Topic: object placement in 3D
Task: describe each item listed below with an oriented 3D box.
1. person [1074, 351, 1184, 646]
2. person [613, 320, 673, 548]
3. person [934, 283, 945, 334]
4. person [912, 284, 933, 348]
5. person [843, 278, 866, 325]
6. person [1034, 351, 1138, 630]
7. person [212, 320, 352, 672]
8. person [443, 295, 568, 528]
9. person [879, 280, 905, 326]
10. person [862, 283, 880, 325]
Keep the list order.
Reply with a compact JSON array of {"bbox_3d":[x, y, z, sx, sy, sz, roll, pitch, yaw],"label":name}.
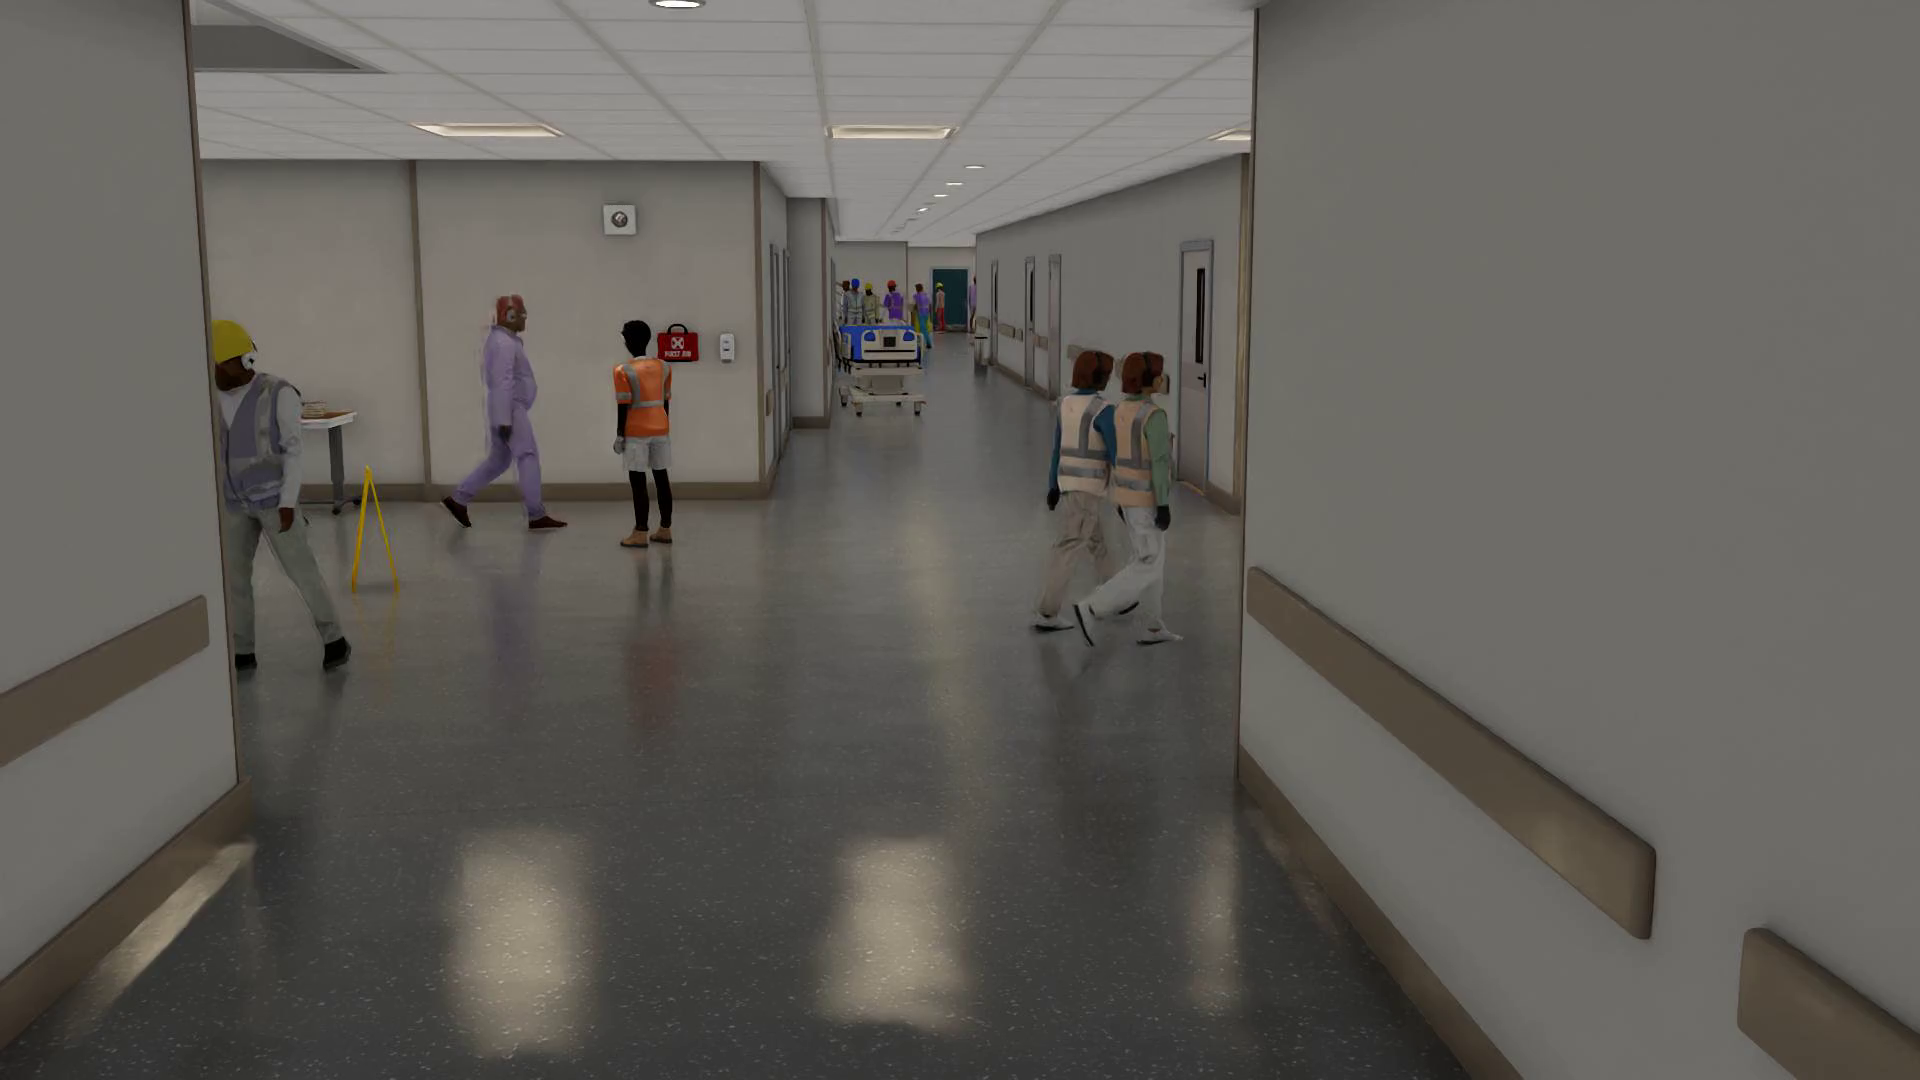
[{"bbox_3d":[0.930,-0.203,8.943,0.640,1.621,0.526,-3,9,-15],"label":"person"},{"bbox_3d":[-2.358,-0.786,12.386,0.322,1.692,0.533,7,12,38],"label":"person"},{"bbox_3d":[-0.707,-8.029,57.629,0.313,1.769,0.523,5,10,29],"label":"person"},{"bbox_3d":[-1.023,-6.204,46.111,0.561,1.792,0.943,-8,12,-41],"label":"person"},{"bbox_3d":[-2.714,-5.768,42.894,0.605,1.937,0.415,-4,10,-21],"label":"person"},{"bbox_3d":[0.768,-0.288,9.560,0.866,1.589,0.507,-4,10,-26],"label":"person"},{"bbox_3d":[-3.518,-0.207,8.409,0.760,1.805,0.543,2,9,12],"label":"person"},{"bbox_3d":[-3.652,-1.007,13.226,0.891,1.878,0.656,-3,10,-19],"label":"person"},{"bbox_3d":[-1.767,-5.786,43.176,0.578,1.872,0.992,-8,12,-41],"label":"person"},{"bbox_3d":[-2.436,-6.048,45.033,0.589,1.823,0.404,6,11,33],"label":"person"}]
